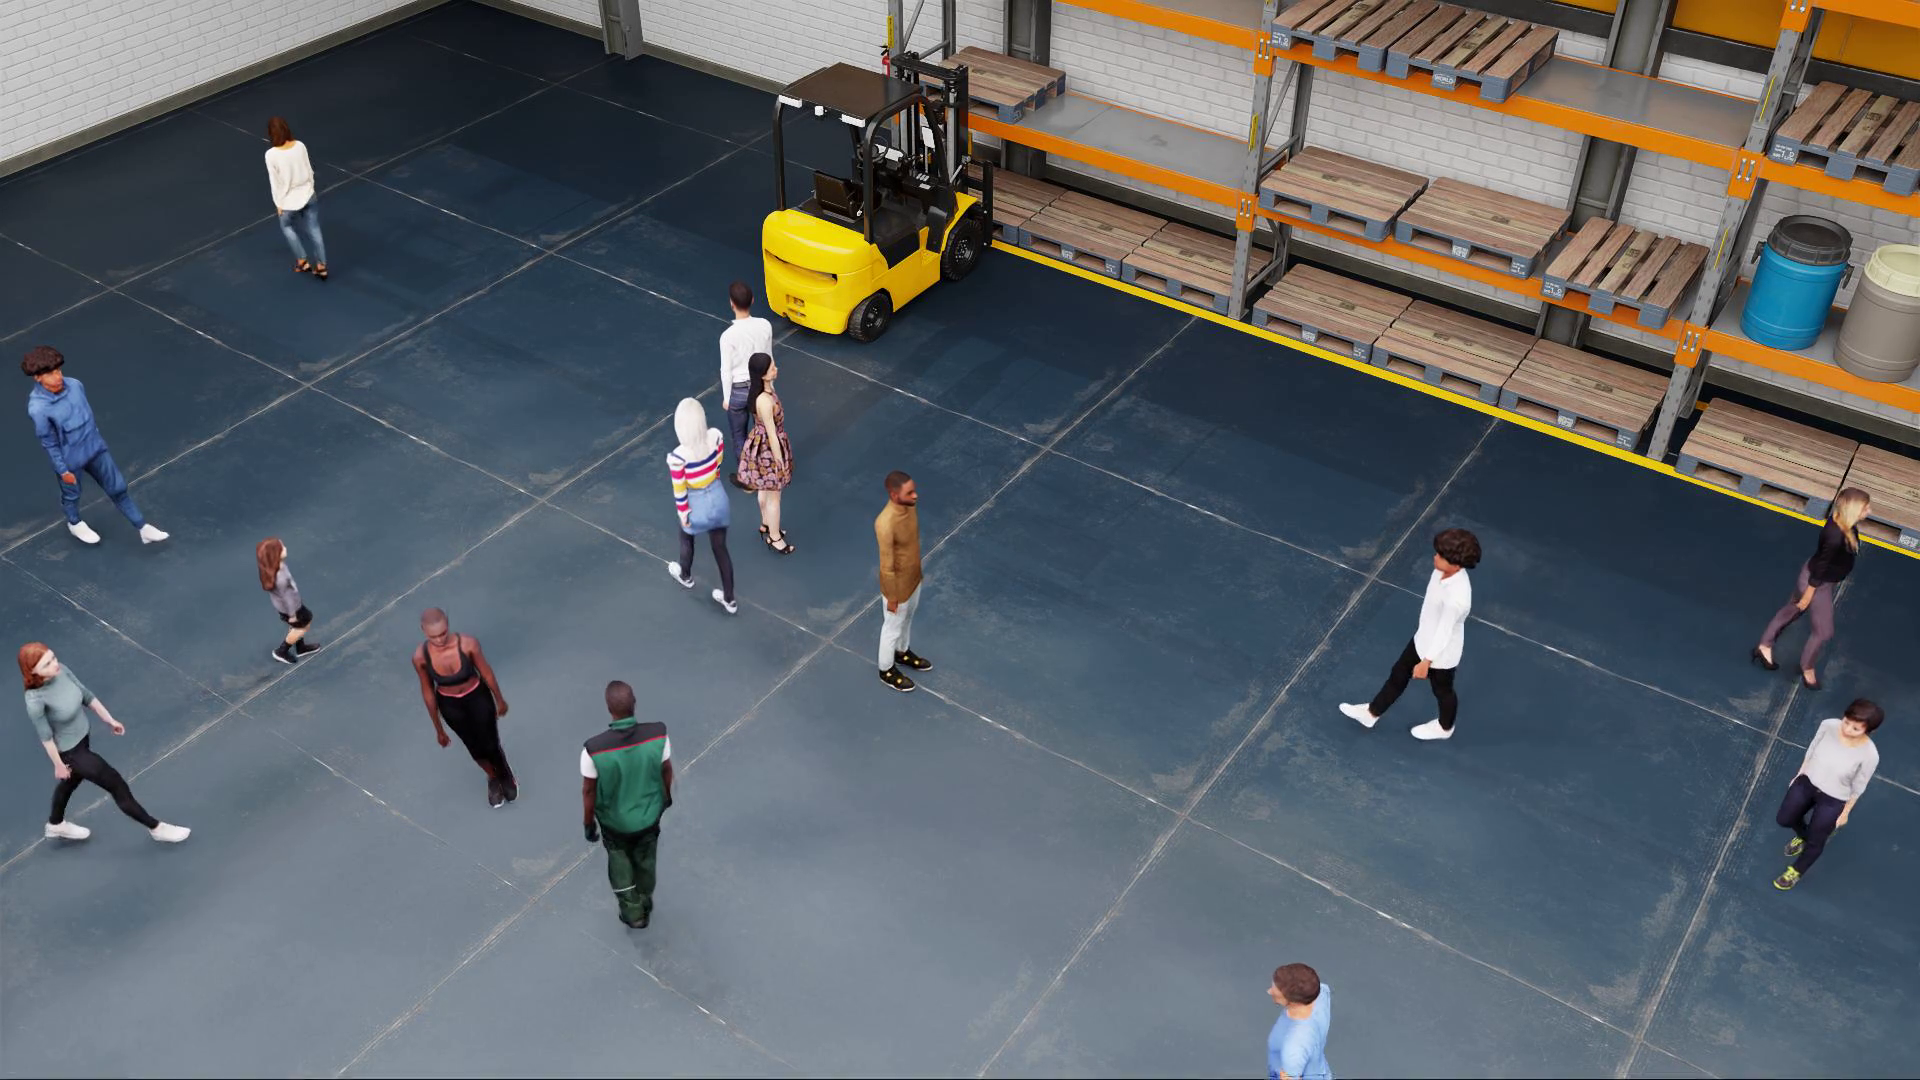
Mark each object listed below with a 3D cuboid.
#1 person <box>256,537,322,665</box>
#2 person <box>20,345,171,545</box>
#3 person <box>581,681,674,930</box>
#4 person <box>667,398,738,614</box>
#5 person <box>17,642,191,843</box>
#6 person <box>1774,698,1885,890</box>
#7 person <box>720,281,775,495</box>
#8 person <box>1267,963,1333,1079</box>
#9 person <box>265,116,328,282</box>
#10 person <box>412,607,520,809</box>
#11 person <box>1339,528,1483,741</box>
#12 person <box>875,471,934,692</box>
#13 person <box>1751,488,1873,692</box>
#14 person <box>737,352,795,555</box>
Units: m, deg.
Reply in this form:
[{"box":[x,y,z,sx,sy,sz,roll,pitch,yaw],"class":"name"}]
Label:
[{"box":[-4.841,0.444,11.830,0.628,1.095,0.577,-22,44,-25],"class":"person"},{"box":[-6.820,-0.687,12.707,1.188,1.769,0.836,15,41,18],"class":"person"},{"box":[-1.896,1.657,9.738,0.883,1.812,0.916,-16,41,-19],"class":"person"},{"box":[-1.803,-0.208,12.097,0.814,1.782,1.017,-28,46,-30],"class":"person"},{"box":[-5.544,1.288,10.289,1.200,1.699,1.062,-2,39,-2],"class":"person"},{"box":[5.329,1.508,10.142,0.748,1.541,0.693,-19,42,-22],"class":"person"},{"box":[-1.680,-1.199,13.274,0.691,1.862,0.693,-25,45,-28],"class":"person"},{"box":[1.748,2.776,8.312,0.838,1.842,0.674,25,45,28],"class":"person"},{"box":[-6.335,-3.250,15.997,0.692,1.668,0.682,30,47,32],"class":"person"},{"box":[-3.156,0.995,10.625,0.753,1.737,0.807,-10,40,-13],"class":"person"},{"box":[3.239,0.675,10.992,1.135,1.779,1.000,0,39,0],"class":"person"},{"box":[-0.421,0.252,11.493,0.624,1.817,0.662,14,41,17],"class":"person"},{"box":[5.851,0.296,11.567,0.750,1.655,0.651,18,42,21],"class":"person"},{"box":[-1.447,-0.665,12.675,0.862,1.774,0.789,-12,40,-14],"class":"person"}]
